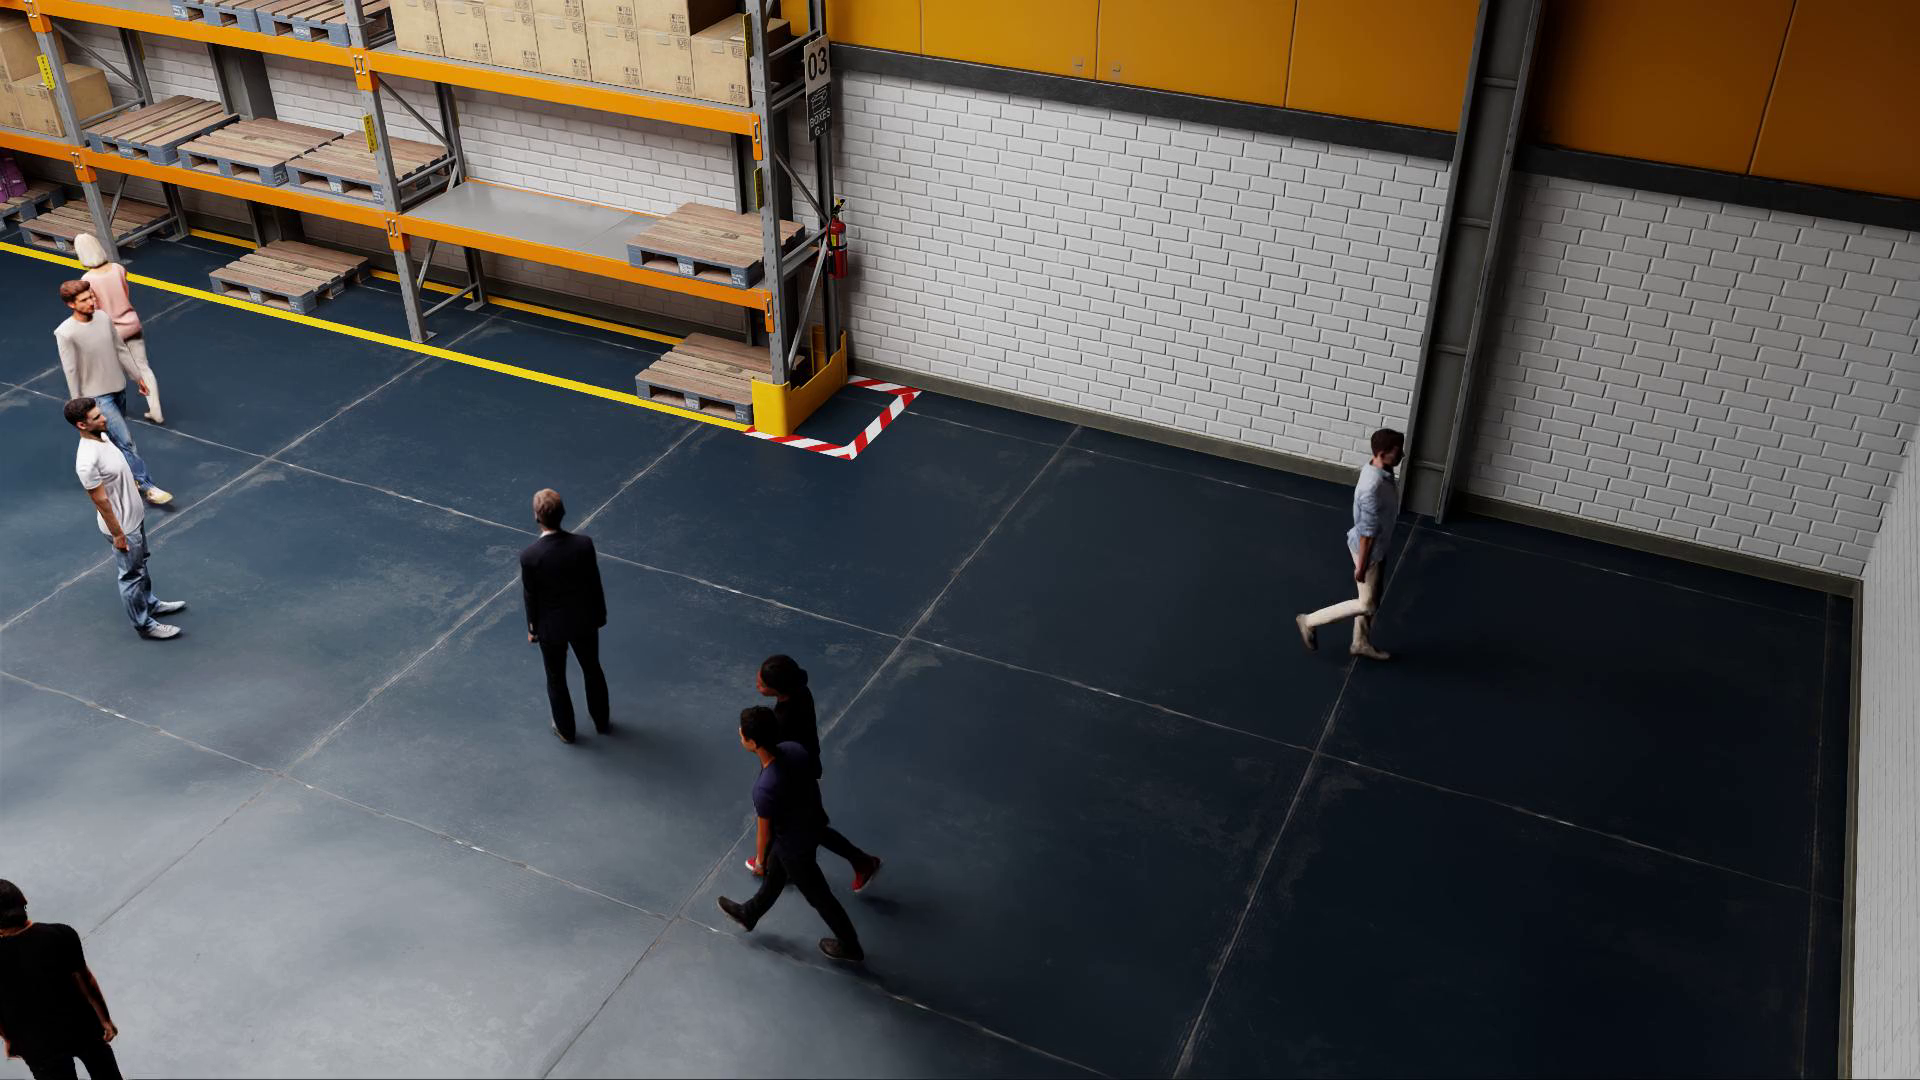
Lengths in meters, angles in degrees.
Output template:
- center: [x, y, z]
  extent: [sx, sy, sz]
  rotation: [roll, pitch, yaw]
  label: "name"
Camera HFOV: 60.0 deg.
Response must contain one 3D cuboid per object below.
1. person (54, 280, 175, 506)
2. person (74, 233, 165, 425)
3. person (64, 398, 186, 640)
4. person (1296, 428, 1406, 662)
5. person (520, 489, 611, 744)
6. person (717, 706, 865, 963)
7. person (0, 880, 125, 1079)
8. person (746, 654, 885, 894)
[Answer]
- center: [-6.809, -1.183, 13.088]
  extent: [0.980, 1.878, 0.749]
  rotation: [11, 35, 16]
  label: "person"
- center: [-7.085, -1.757, 14.114]
  extent: [0.956, 1.698, 0.696]
  rotation: [21, 39, 28]
  label: "person"
- center: [-5.847, -0.164, 11.565]
  extent: [0.795, 1.866, 0.755]
  rotation: [-9, 35, -13]
  label: "person"
- center: [2.692, 0.045, 11.280]
  extent: [0.936, 1.833, 0.716]
  rotation: [10, 35, 14]
  label: "person"
- center: [-2.524, 0.497, 10.620]
  extent: [0.774, 1.812, 0.801]
  rotation: [-18, 37, -24]
  label: "person"
- center: [-0.798, 1.654, 8.963]
  extent: [1.183, 1.718, 0.851]
  rotation: [10, 35, 15]
  label: "person"
- center: [-4.272, 2.375, 7.874]
  extent: [1.046, 1.723, 1.184]
  rotation: [-16, 37, -22]
  label: "person"
- center: [-0.852, 1.358, 9.478]
  extent: [1.137, 1.642, 0.773]
  rotation: [5, 34, 8]
  label: "person"
